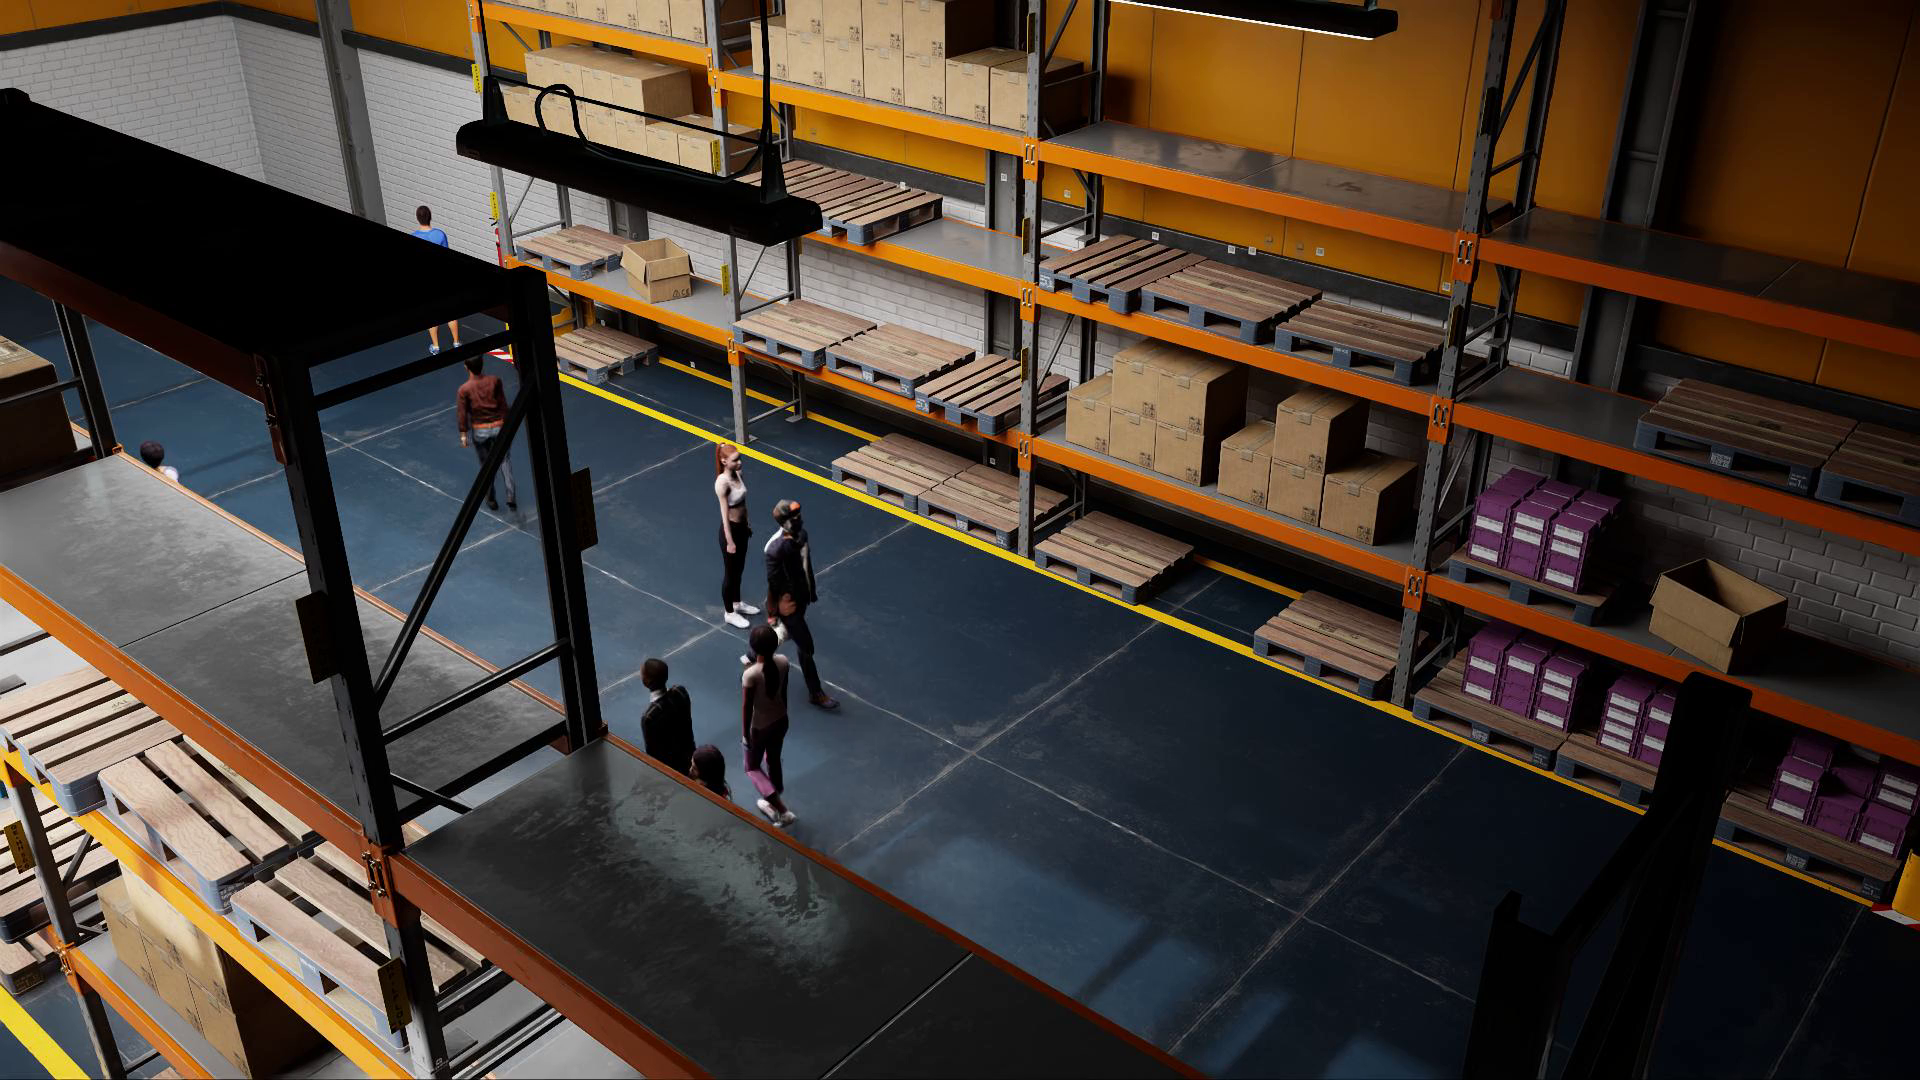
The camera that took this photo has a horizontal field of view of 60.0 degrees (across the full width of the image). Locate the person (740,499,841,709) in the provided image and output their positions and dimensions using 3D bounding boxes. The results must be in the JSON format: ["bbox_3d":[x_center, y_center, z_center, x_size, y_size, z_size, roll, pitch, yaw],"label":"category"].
[{"bbox_3d":[-1.476,0.500,13.687,1.304,1.853,0.945,11,30,18],"label":"person"}]

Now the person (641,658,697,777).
[{"bbox_3d":[-1.924,1.663,11.643,1.159,1.768,0.691,19,34,31],"label":"person"}]

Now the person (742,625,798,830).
[{"bbox_3d":[-1.355,1.406,12.154,0.630,1.730,0.842,-24,37,-37],"label":"person"}]

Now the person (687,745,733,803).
[{"bbox_3d":[-1.653,2.032,11.129,0.462,1.612,0.658,18,34,30],"label":"person"}]

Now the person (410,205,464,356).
[{"bbox_3d":[-6.448,-3.183,20.420,0.695,1.869,0.703,-12,31,-21],"label":"person"}]

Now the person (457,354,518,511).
[{"bbox_3d":[-4.686,-1.057,16.629,0.856,1.767,0.965,-15,32,-26],"label":"person"}]

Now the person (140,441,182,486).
[{"bbox_3d":[-7.223,-0.167,15.225,0.680,1.549,0.615,17,33,28],"label":"person"}]

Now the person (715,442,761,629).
[{"bbox_3d":[-2.024,-0.061,14.833,0.645,1.740,0.658,9,30,16],"label":"person"}]
